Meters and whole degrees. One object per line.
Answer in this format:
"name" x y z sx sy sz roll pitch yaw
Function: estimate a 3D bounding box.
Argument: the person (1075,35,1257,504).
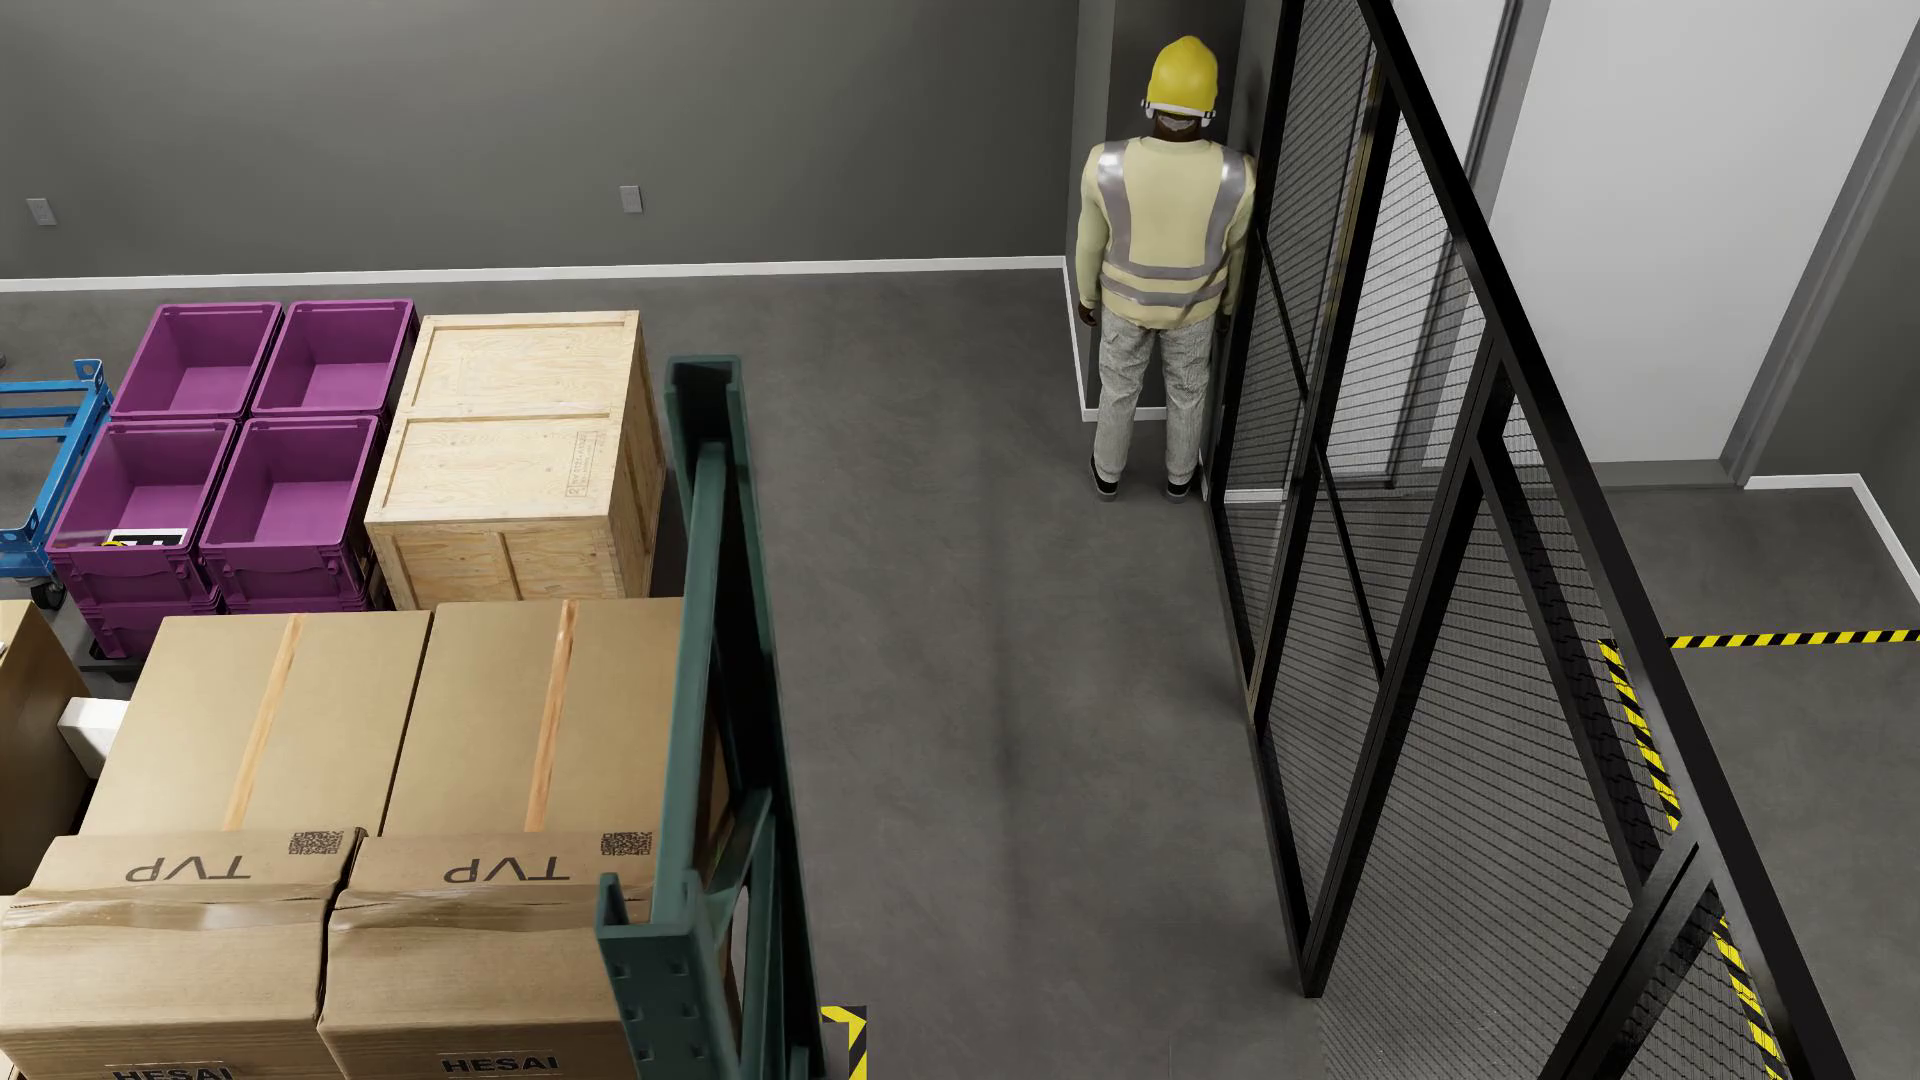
"person" 0.682 -0.854 5.644 0.590 1.833 0.403 4 46 3

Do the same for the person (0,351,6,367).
"person" -4.034 -1.264 5.964 0.368 1.939 0.633 -3 46 -3
